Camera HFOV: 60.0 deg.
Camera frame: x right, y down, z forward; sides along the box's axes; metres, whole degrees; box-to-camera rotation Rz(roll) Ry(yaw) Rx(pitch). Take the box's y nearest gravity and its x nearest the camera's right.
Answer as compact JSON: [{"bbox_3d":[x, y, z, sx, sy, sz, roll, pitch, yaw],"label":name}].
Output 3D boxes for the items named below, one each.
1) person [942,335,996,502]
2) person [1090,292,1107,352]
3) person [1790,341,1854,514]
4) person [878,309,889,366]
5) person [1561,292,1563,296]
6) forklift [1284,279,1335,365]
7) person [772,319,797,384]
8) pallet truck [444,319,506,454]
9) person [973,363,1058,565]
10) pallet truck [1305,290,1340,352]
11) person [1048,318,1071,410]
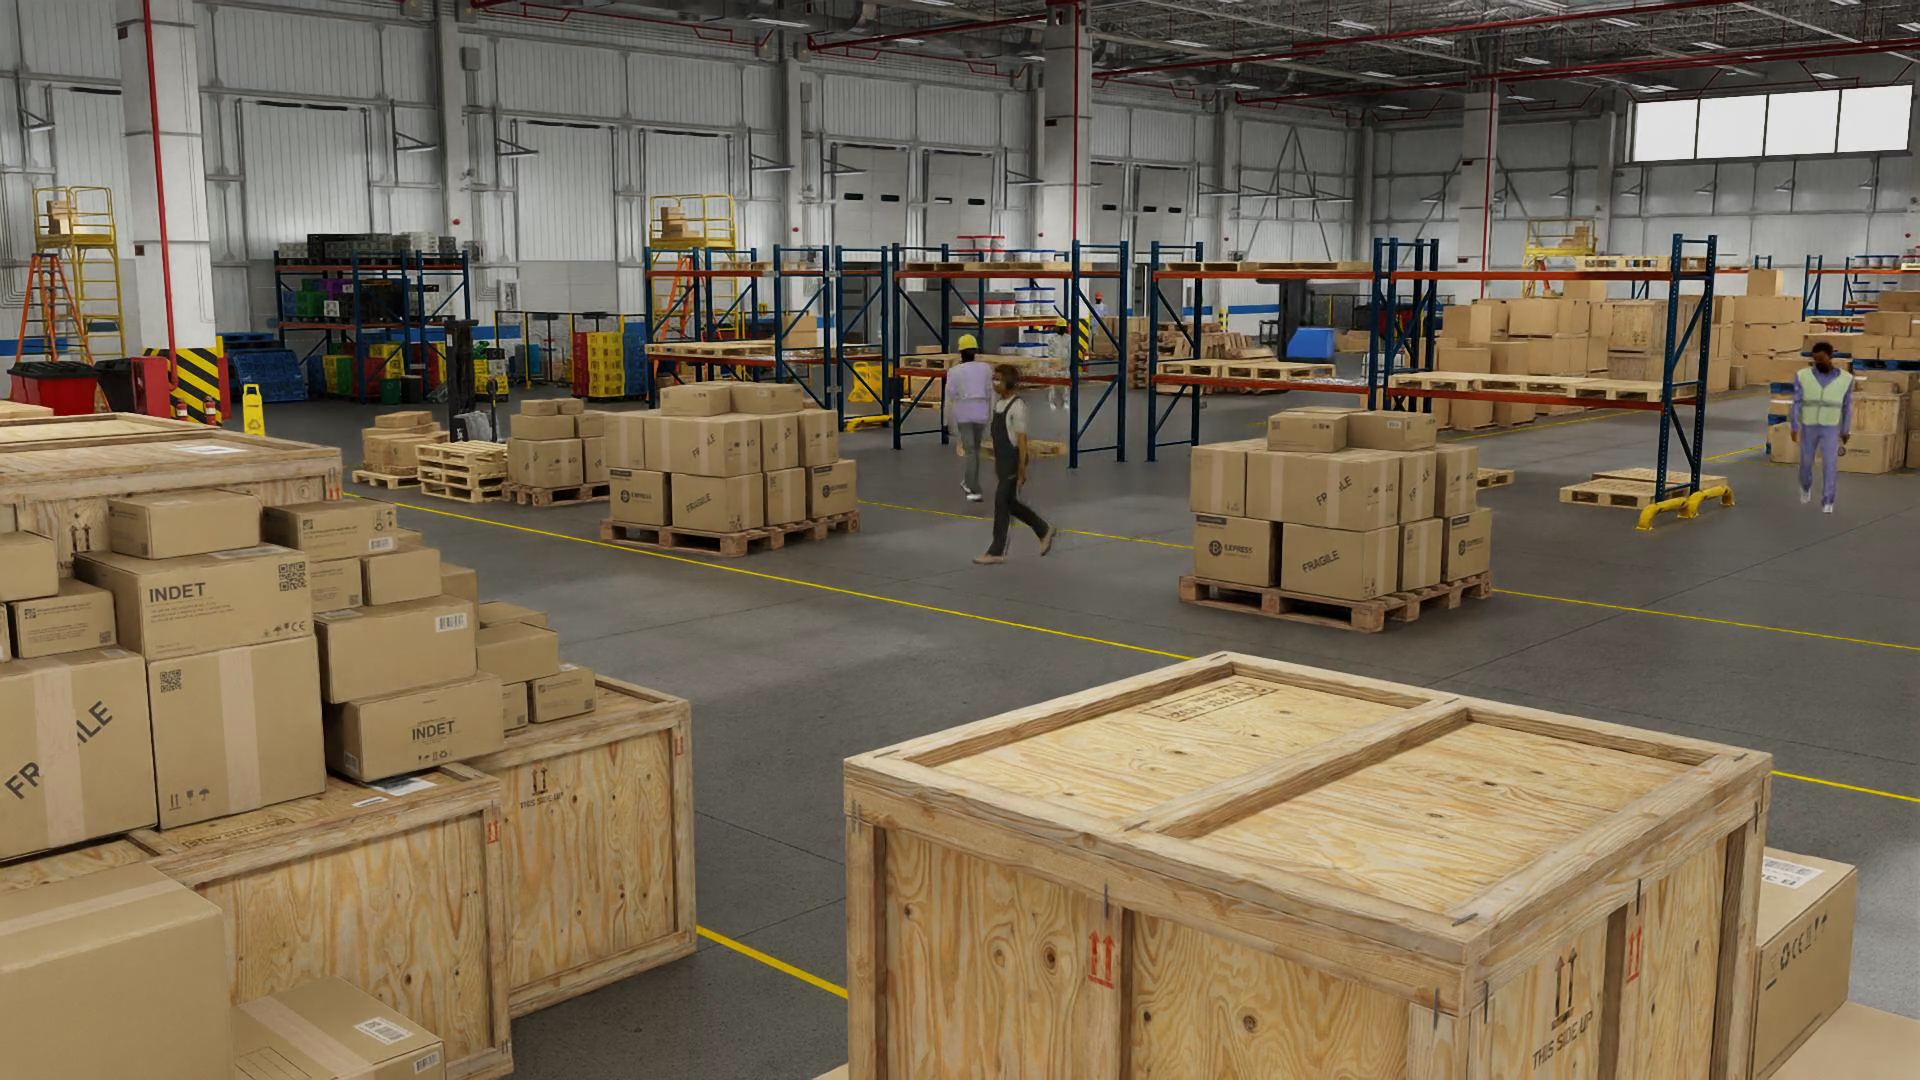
[{"bbox_3d":[0.077,-1.416,19.241,0.604,1.884,0.957,-4,10,-21],"label":"person"},{"bbox_3d":[4.287,-6.713,51.616,0.544,1.930,0.388,-1,9,-4],"label":"person"},{"bbox_3d":[9.477,-1.258,18.317,0.605,1.887,0.764,5,11,28],"label":"person"},{"bbox_3d":[-2.034,-5.354,44.196,0.314,1.634,0.515,1,9,4],"label":"person"},{"bbox_3d":[20.090,-7.381,55.783,0.720,1.916,0.647,-3,10,-17],"label":"person"},{"bbox_3d":[9.036,-6.034,44.542,1.873,2.768,1.129,4,10,25],"label":"forklift"},{"bbox_3d":[-3.449,-3.549,32.976,0.548,1.674,0.640,2,10,13],"label":"person"},{"bbox_3d":[-6.981,-1.942,22.150,1.885,1.965,0.823,1,9,9],"label":"pallet truck"},{"bbox_3d":[0.517,-0.687,15.007,0.792,1.827,0.518,-3,10,-19],"label":"person"},{"bbox_3d":[11.297,-6.951,52.861,1.885,1.965,0.823,-5,11,-29],"label":"pallet truck"},{"bbox_3d":[1.899,-3.328,31.452,0.485,1.739,0.320,-2,9,-11],"label":"person"}]
